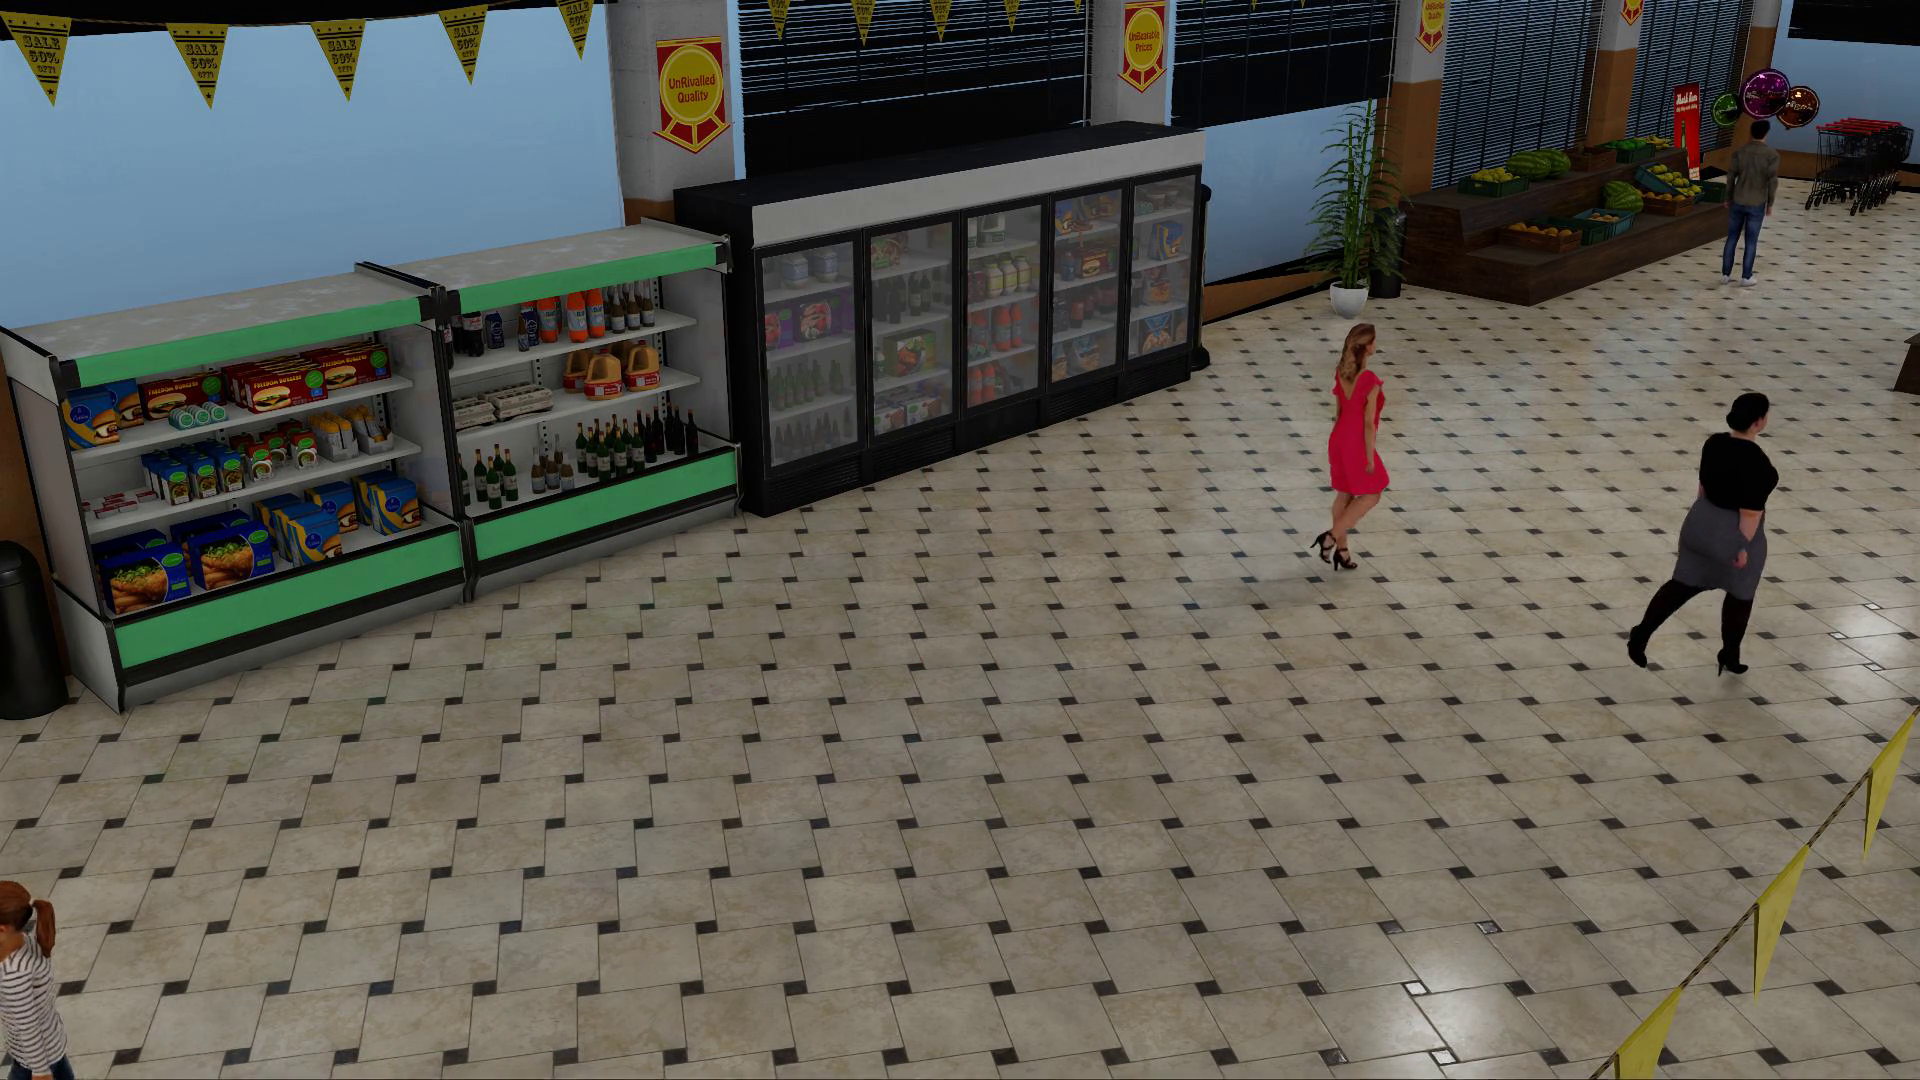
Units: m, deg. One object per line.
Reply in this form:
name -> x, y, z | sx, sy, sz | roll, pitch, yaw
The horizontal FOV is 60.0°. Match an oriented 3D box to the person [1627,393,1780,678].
person -> 4.275, 0.015, 9.515 | 1.168, 1.731, 0.965 | -7, 23, -17

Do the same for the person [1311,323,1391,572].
person -> 2.539, -0.584, 11.021 | 0.815, 1.719, 0.717 | -9, 24, -21

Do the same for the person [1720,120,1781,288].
person -> 8.947, -3.823, 18.887 | 0.715, 1.864, 0.606 | 17, 28, 37

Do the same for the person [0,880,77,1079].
person -> -3.114, 1.753, 5.758 | 0.708, 1.306, 0.622 | -8, 23, -19
